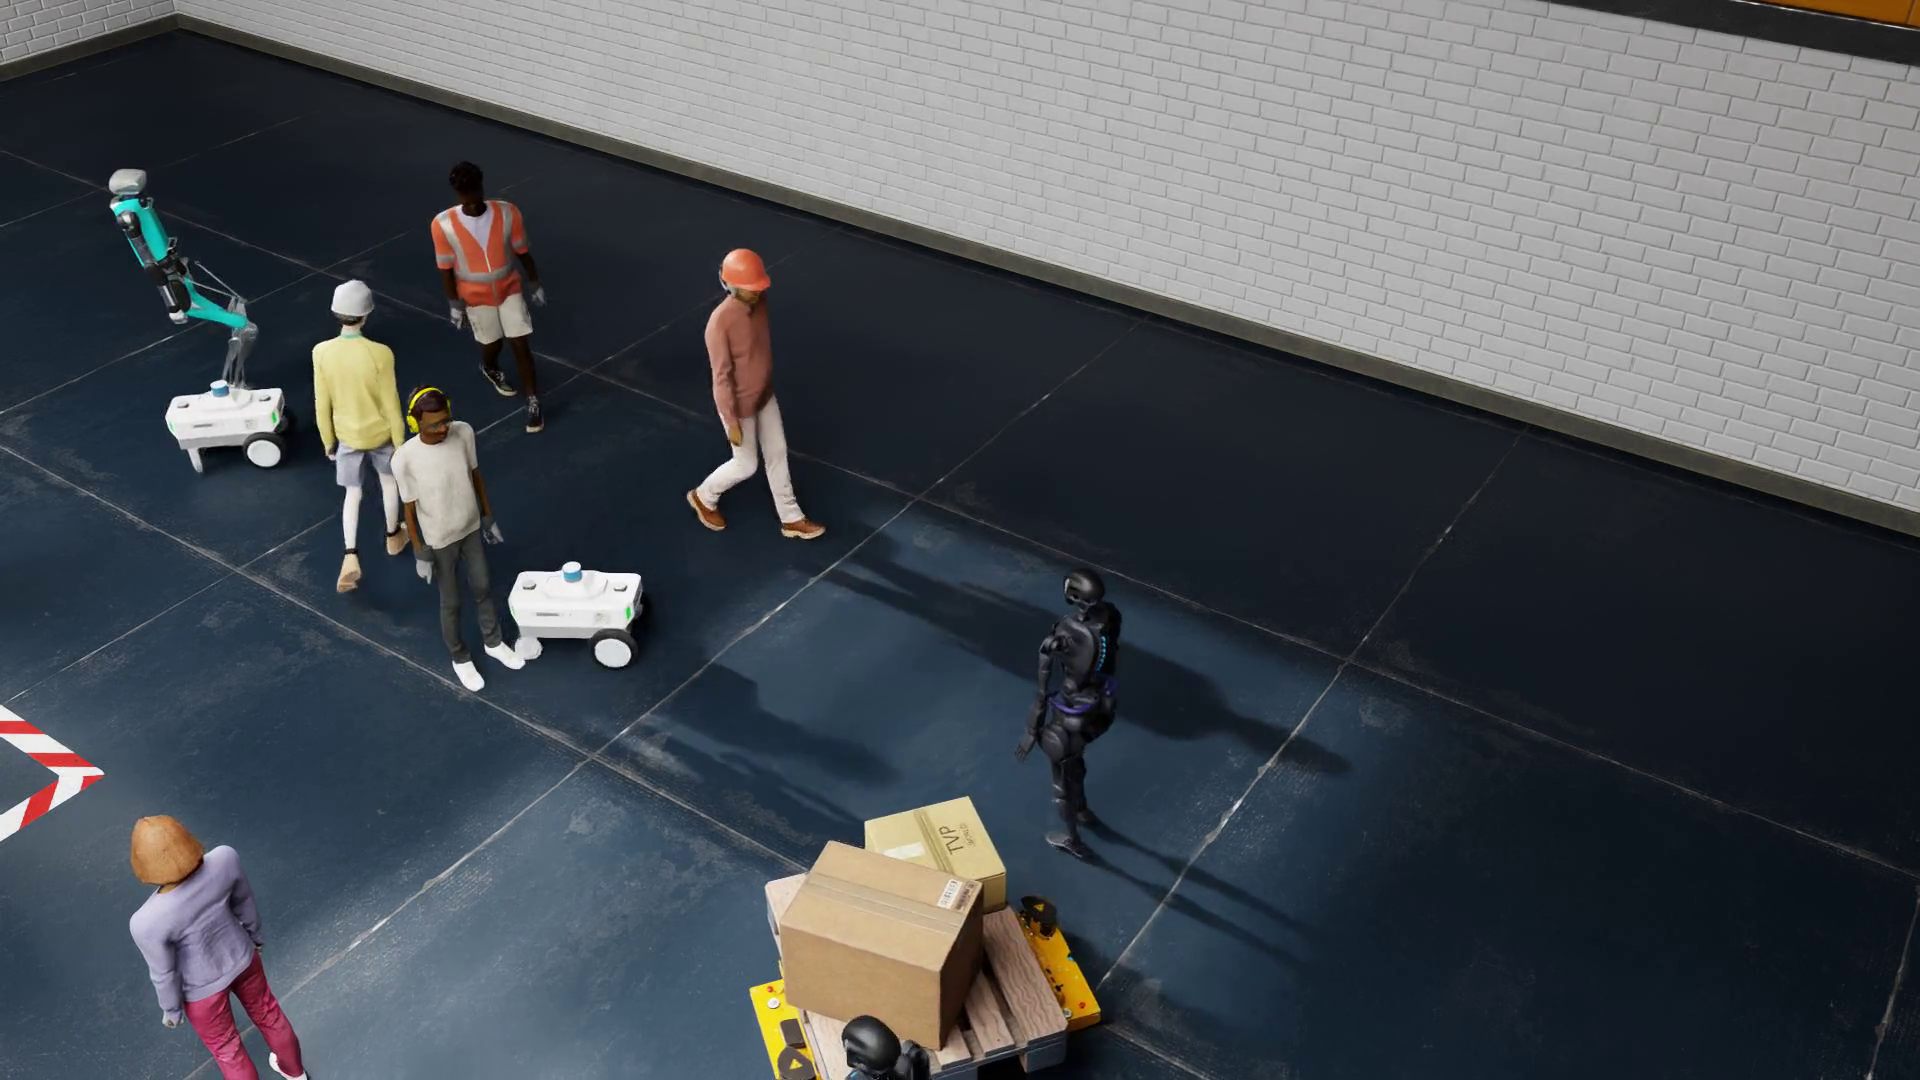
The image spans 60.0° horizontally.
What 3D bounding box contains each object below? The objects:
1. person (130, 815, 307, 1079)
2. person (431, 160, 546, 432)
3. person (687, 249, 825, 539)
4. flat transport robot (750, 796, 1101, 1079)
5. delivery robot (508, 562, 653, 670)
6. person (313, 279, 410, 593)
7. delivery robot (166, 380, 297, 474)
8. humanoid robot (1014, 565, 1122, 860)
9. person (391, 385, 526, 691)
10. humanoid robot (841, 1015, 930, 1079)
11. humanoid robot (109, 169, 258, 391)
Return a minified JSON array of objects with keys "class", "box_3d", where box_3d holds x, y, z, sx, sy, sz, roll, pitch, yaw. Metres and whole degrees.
[{"class":"person","box_3d":[-2.967,1.719,6.615,0.278,1.631,0.502,16,38,22]},{"class":"person","box_3d":[-3.170,-1.705,11.260,0.656,1.930,0.759,-16,38,-21]},{"class":"person","box_3d":[-1.279,-0.858,10.016,0.791,1.972,0.635,15,38,21]},{"class":"flat transport robot","box_3d":[-0.159,2.028,7.365,1.431,0.231,0.659,-11,37,-16]},{"class":"delivery robot","box_3d":[-2.161,0.389,9.448,0.783,0.584,0.499,1,35,2]},{"class":"person","box_3d":[-3.487,-0.572,9.711,0.517,1.849,0.810,-3,35,-5]},{"class":"delivery robot","box_3d":[-4.869,-0.783,11.127,0.749,0.587,0.525,-6,35,-8]},{"class":"humanoid robot","box_3d":[0.532,0.819,7.861,0.592,1.649,0.324,-30,45,-35]},{"class":"person","box_3d":[-2.696,-0.015,8.905,0.347,1.857,0.517,26,42,32]},{"class":"humanoid robot","box_3d":[-0.272,2.253,5.818,0.336,1.653,0.587,22,41,28]},{"class":"humanoid robot","box_3d":[-5.222,-1.738,11.471,0.822,1.764,0.550,-9,36,-13]}]
